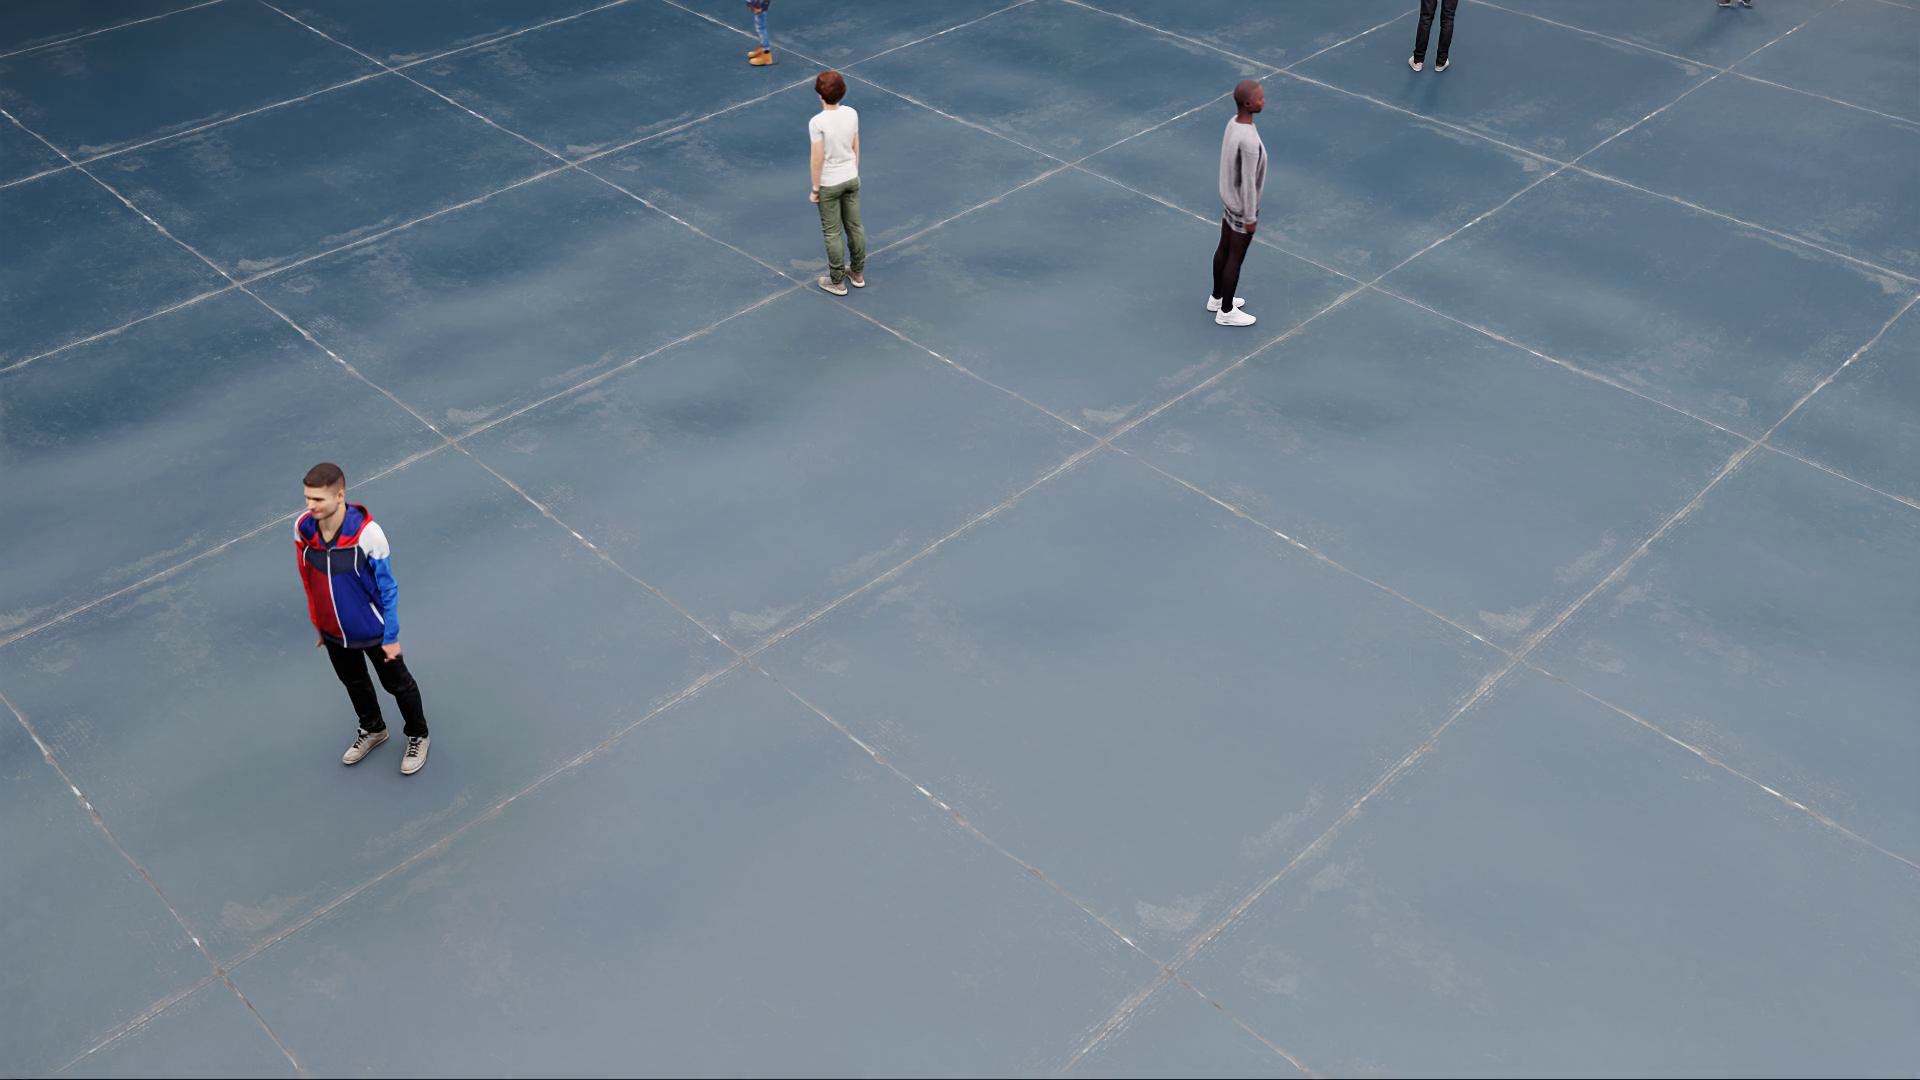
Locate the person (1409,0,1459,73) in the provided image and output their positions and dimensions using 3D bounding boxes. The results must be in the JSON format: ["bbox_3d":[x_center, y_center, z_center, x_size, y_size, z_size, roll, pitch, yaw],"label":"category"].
[{"bbox_3d":[4.475,-5.222,15.380,0.702,1.761,0.728,6,38,8],"label":"person"}]

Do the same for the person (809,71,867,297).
[{"bbox_3d":[-0.885,-2.569,11.978,0.511,1.654,0.650,-24,44,-28],"label":"person"}]

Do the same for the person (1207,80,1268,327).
[{"bbox_3d":[1.933,-2.351,11.594,0.731,1.772,0.702,-5,38,-7],"label":"person"}]

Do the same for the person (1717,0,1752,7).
[{"bbox_3d":[7.987,-5.989,16.939,0.485,1.094,0.580,24,43,28],"label":"person"}]

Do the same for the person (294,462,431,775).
[{"bbox_3d":[-2.896,0.378,8.018,0.725,1.757,0.733,9,38,11],"label":"person"}]

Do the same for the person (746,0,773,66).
[{"bbox_3d":[-1.909,-5.124,15.676,0.612,1.247,0.573,-7,38,-9],"label":"person"}]
